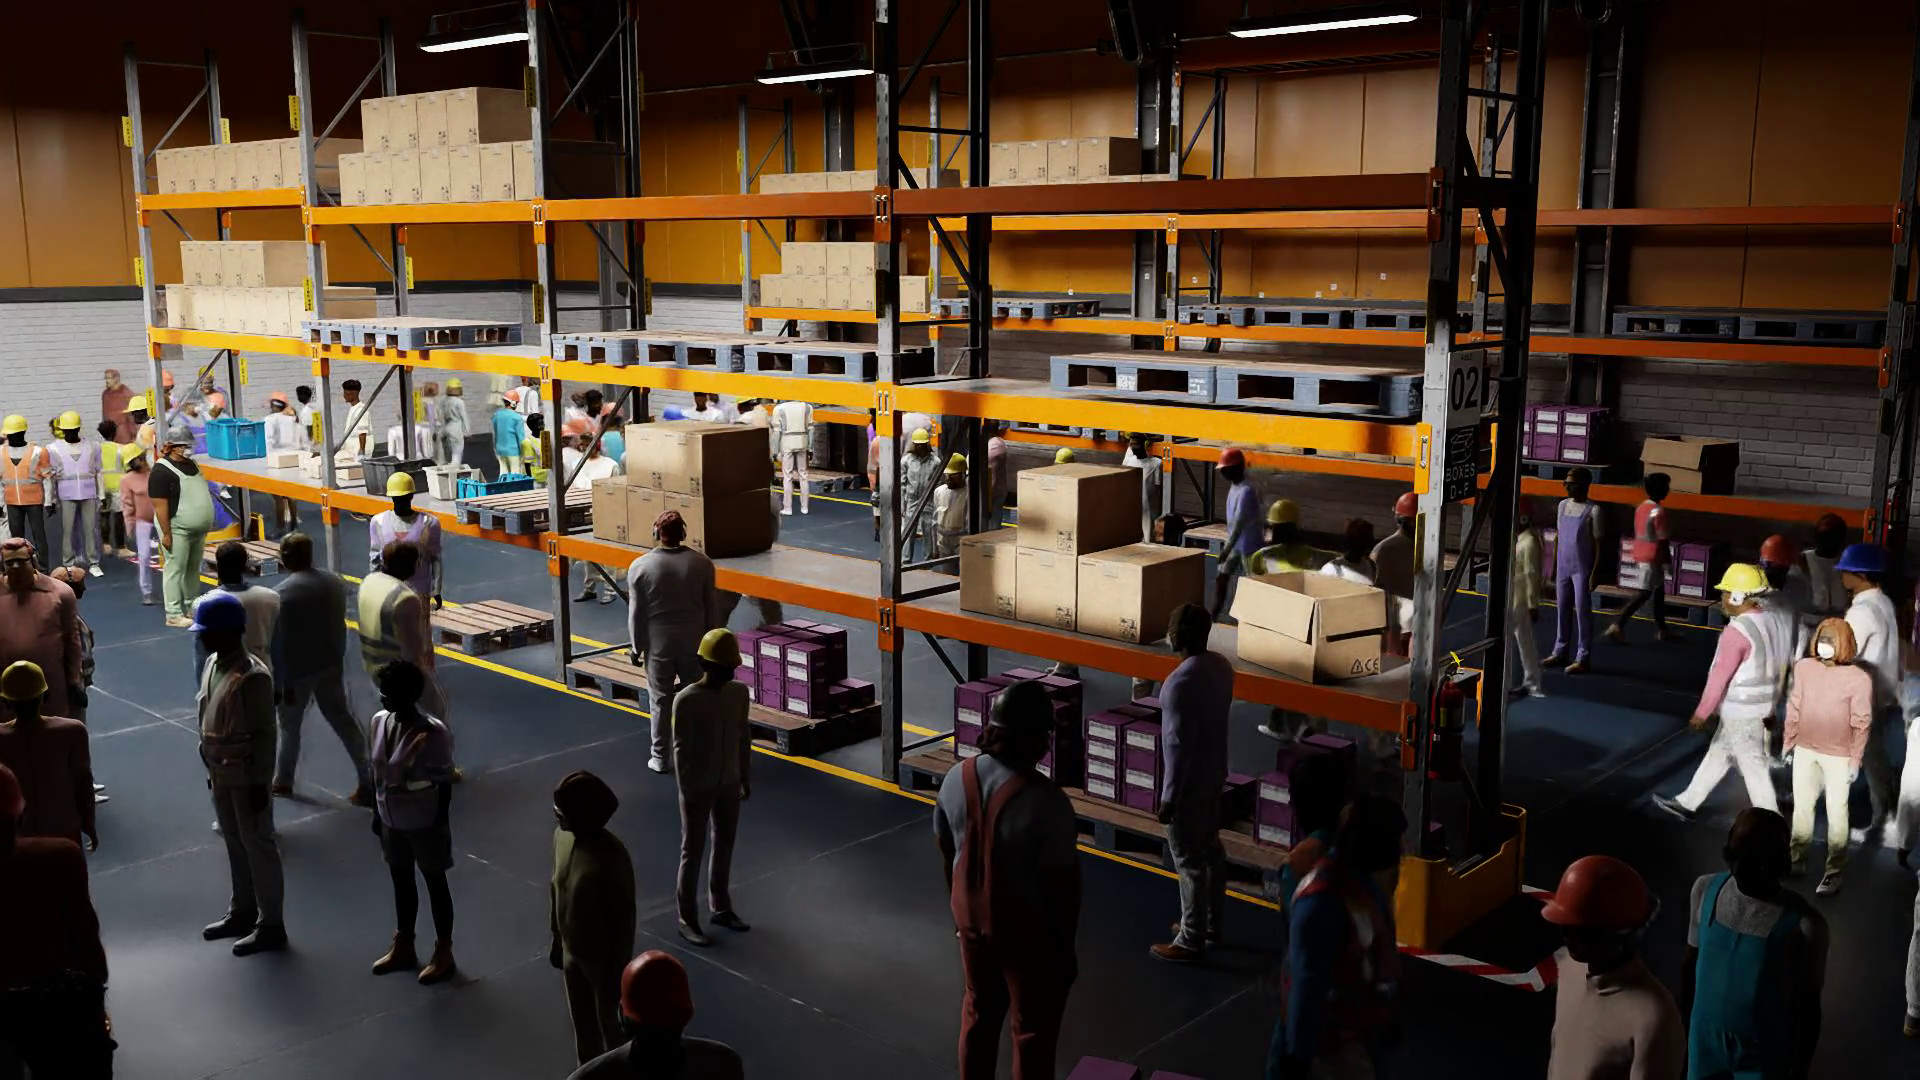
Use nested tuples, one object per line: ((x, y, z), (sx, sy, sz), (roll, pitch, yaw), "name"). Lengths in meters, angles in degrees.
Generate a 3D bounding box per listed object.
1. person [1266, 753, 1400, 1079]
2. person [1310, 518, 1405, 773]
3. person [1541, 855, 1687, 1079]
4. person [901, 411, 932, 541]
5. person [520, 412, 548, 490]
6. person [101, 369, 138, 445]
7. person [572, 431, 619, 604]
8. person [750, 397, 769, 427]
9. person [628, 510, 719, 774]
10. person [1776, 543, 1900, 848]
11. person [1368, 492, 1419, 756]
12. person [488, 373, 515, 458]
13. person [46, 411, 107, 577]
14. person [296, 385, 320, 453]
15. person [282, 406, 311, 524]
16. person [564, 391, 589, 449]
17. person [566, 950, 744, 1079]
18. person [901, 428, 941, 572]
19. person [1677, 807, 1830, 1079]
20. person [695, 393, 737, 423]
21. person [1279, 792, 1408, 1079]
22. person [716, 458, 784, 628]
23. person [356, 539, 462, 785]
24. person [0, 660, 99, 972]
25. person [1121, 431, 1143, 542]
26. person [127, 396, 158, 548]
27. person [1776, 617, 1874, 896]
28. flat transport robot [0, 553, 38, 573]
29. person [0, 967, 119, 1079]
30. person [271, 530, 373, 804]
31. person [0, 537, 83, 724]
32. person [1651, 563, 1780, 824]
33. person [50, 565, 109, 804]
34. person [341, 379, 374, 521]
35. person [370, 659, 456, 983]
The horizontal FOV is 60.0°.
((1.402, 1.720, 6.395), (0.633, 1.885, 0.699), (-5, 11, -27), "person")
((2.842, 0.773, 11.857), (0.573, 1.844, 0.907), (-6, 12, -32), "person")
((1.936, 1.912, 5.062), (0.418, 1.983, 0.612), (-1, 10, -8), "person")
((-0.636, -0.920, 21.183), (0.631, 1.940, 0.372), (-10, 14, -44), "person")
((-5.335, -0.760, 20.959), (0.322, 1.697, 0.533), (2, 10, 13), "person")
((-12.989, -1.709, 25.769), (0.648, 1.896, 0.530), (5, 11, 27), "person")
((-3.848, -0.244, 17.633), (0.571, 1.840, 0.374), (4, 11, 23), "person")
((-2.976, -1.376, 24.323), (0.352, 1.741, 0.571), (1, 10, 7), "person")
((-2.055, 0.729, 11.947), (0.638, 1.910, 0.407), (-3, 10, -16), "person")
((5.609, 0.963, 10.600), (0.929, 1.902, 0.627), (8, 13, 37), "person")
((3.303, 0.618, 12.360), (0.618, 1.986, 0.408), (-6, 12, -31), "person")
((-8.130, -2.418, 29.779), (0.593, 1.900, 0.587), (6, 11, 29), "person")
((-10.027, -0.510, 18.900), (0.594, 1.922, 0.376), (-7, 12, -36), "person")
((-9.858, -1.512, 25.254), (0.389, 1.675, 0.557), (-2, 10, -9), "person")
((-9.063, -1.016, 22.641), (0.663, 1.605, 0.527), (6, 12, 31), "person")
((-5.775, -1.498, 25.463), (0.506, 1.584, 0.926), (-1, 10, -7), "person")
((-0.884, 2.047, 4.917), (0.563, 1.755, 0.321), (-5, 11, -26), "person")
((-0.440, -0.393, 18.753), (0.492, 1.742, 0.324), (-2, 10, -13), "person")
((2.770, 1.829, 5.908), (0.338, 1.843, 0.509), (-7, 12, -36), "person")
((-3.540, -1.399, 23.975), (0.618, 1.918, 0.879), (-5, 11, -27), "person")
((1.511, 1.814, 6.129), (0.947, 1.792, 0.636), (5, 11, 27), "person")
((-1.887, 0.173, 14.714), (0.739, 2.000, 1.087), (-9, 14, -42), "person")
((-3.845, 0.869, 11.469), (0.630, 1.805, 0.515), (8, 13, 38), "person")
((-4.561, 1.455, 8.240), (0.533, 1.768, 0.310), (-7, 12, -35), "person")
((1.936, -0.443, 18.693), (0.317, 1.865, 0.523), (2, 10, 10), "person")
((-10.189, -0.853, 20.883), (0.394, 1.913, 0.591), (-5, 11, -24), "person")
((5.061, 1.252, 9.758), (0.278, 1.636, 0.501), (-6, 12, -30), "person")
((-11.376, 0.290, 19.055), (1.431, 0.197, 0.652), (-7, 12, -34), "flat transport robot")
((-2.279, 2.048, 4.319), (0.367, 1.966, 0.607), (-3, 10, -15), "person")
((-4.345, 0.865, 11.241), (1.017, 1.896, 0.652), (5, 11, 26), "person")
((-6.072, 0.925, 10.837), (0.636, 1.911, 0.405), (-5, 11, -28), "person")
((4.858, 1.037, 10.529), (0.903, 1.783, 0.605), (9, 13, 40), "person")
((-6.021, 0.986, 11.277), (0.313, 1.634, 0.514), (-7, 12, -34), "person")
((-8.312, -1.251, 23.013), (0.377, 1.959, 0.608), (-5, 11, -26), "person")
((-2.825, 1.432, 8.568), (0.530, 1.696, 0.322), (5, 11, 27), "person")
